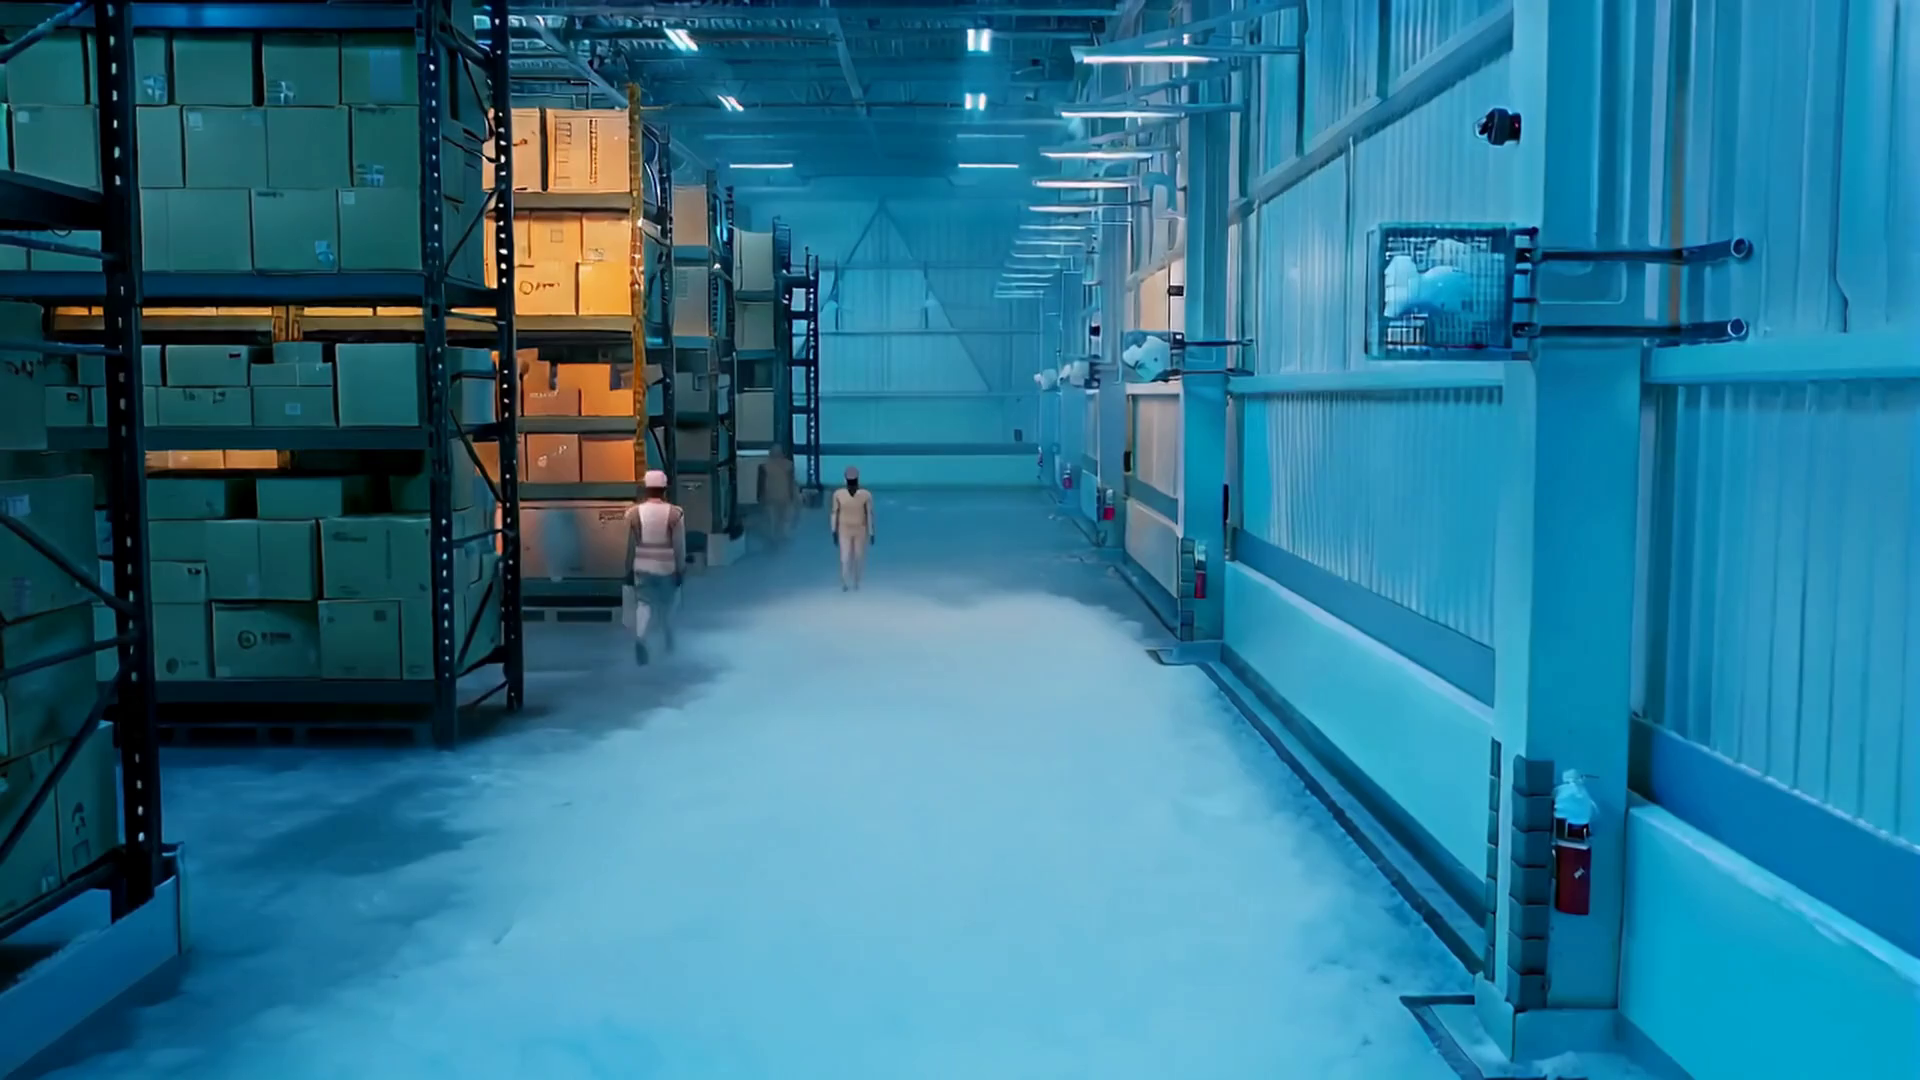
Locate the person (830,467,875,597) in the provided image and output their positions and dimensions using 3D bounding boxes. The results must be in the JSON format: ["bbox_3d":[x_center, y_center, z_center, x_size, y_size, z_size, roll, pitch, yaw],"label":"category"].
[{"bbox_3d":[-1.414,-0.112,21.979,0.582,1.702,0.895,0,5,-5],"label":"person"}]

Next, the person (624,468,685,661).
[{"bbox_3d":[-3.043,0.250,16.536,0.614,1.924,0.838,0,5,0],"label":"person"}]

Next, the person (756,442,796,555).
[{"bbox_3d":[-3.093,-0.696,27.849,0.653,1.875,0.780,-1,5,-15],"label":"person"}]
